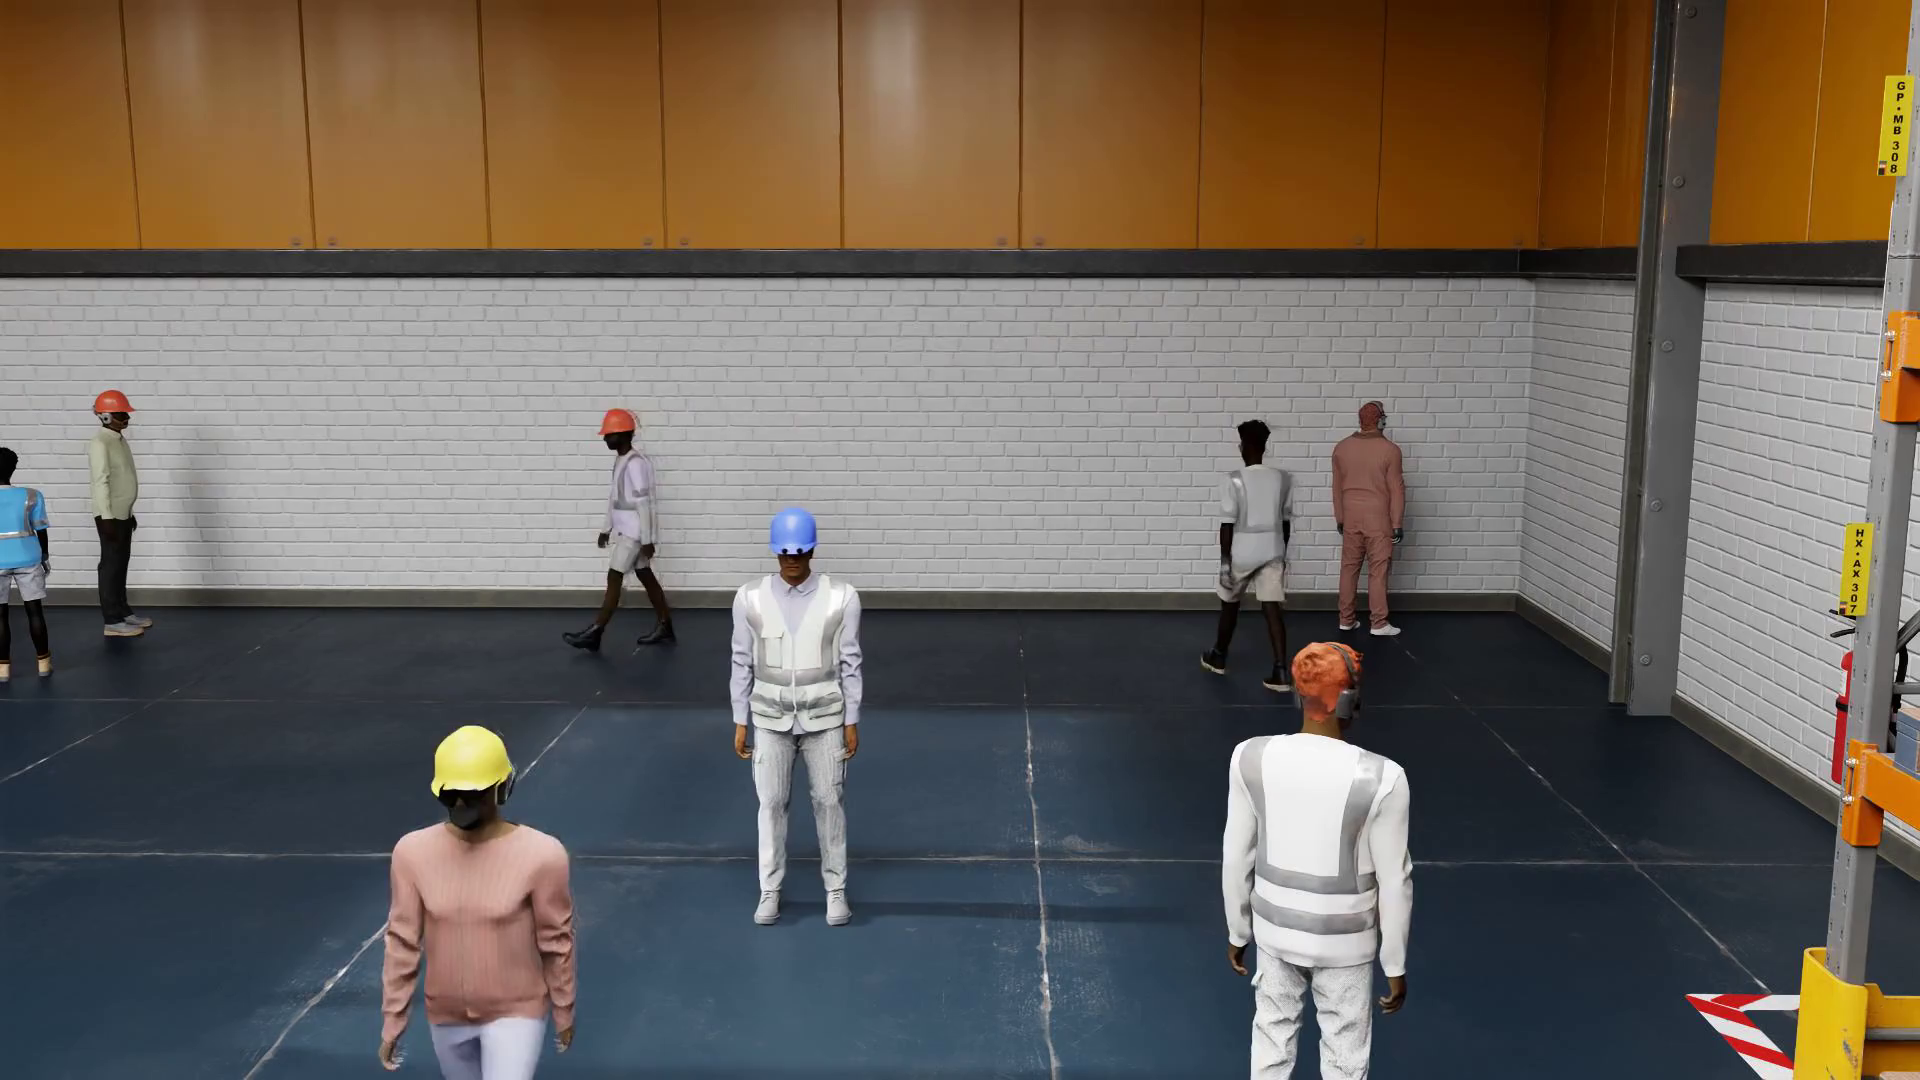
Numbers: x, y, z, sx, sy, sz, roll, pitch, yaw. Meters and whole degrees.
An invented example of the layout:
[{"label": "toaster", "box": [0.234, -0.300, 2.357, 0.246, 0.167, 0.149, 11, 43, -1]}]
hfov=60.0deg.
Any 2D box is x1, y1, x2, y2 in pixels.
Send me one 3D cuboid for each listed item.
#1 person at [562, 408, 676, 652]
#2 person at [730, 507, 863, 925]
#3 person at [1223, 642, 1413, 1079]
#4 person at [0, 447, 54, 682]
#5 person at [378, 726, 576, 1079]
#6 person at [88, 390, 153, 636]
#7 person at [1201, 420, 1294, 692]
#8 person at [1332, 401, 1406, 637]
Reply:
[{"label": "person", "box": [-2.675, -0.074, 12.965, 0.970, 1.888, 0.558, -4, 10, -20]}, {"label": "person", "box": [-0.743, 0.803, 7.563, 0.606, 1.938, 0.409, 0, 9, 1]}, {"label": "person", "box": [1.091, 1.240, 5.112, 0.582, 1.882, 0.338, 6, 11, 31]}, {"label": "person", "box": [-6.883, 0.174, 12.060, 0.540, 1.695, 0.317, -7, 12, -36]}, {"label": "person", "box": [-1.389, 1.356, 4.915, 0.528, 1.732, 0.900, 1, 10, 6]}, {"label": "person", "box": [-6.866, -0.227, 13.567, 0.393, 1.995, 0.612, -2, 10, -11]}, {"label": "person", "box": [2.096, 0.089, 11.934, 0.616, 1.912, 0.981, -3, 10, -15]}, {"label": "person", "box": [3.331, -0.173, 13.500, 0.407, 1.913, 0.641, -9, 13, -44]}]
